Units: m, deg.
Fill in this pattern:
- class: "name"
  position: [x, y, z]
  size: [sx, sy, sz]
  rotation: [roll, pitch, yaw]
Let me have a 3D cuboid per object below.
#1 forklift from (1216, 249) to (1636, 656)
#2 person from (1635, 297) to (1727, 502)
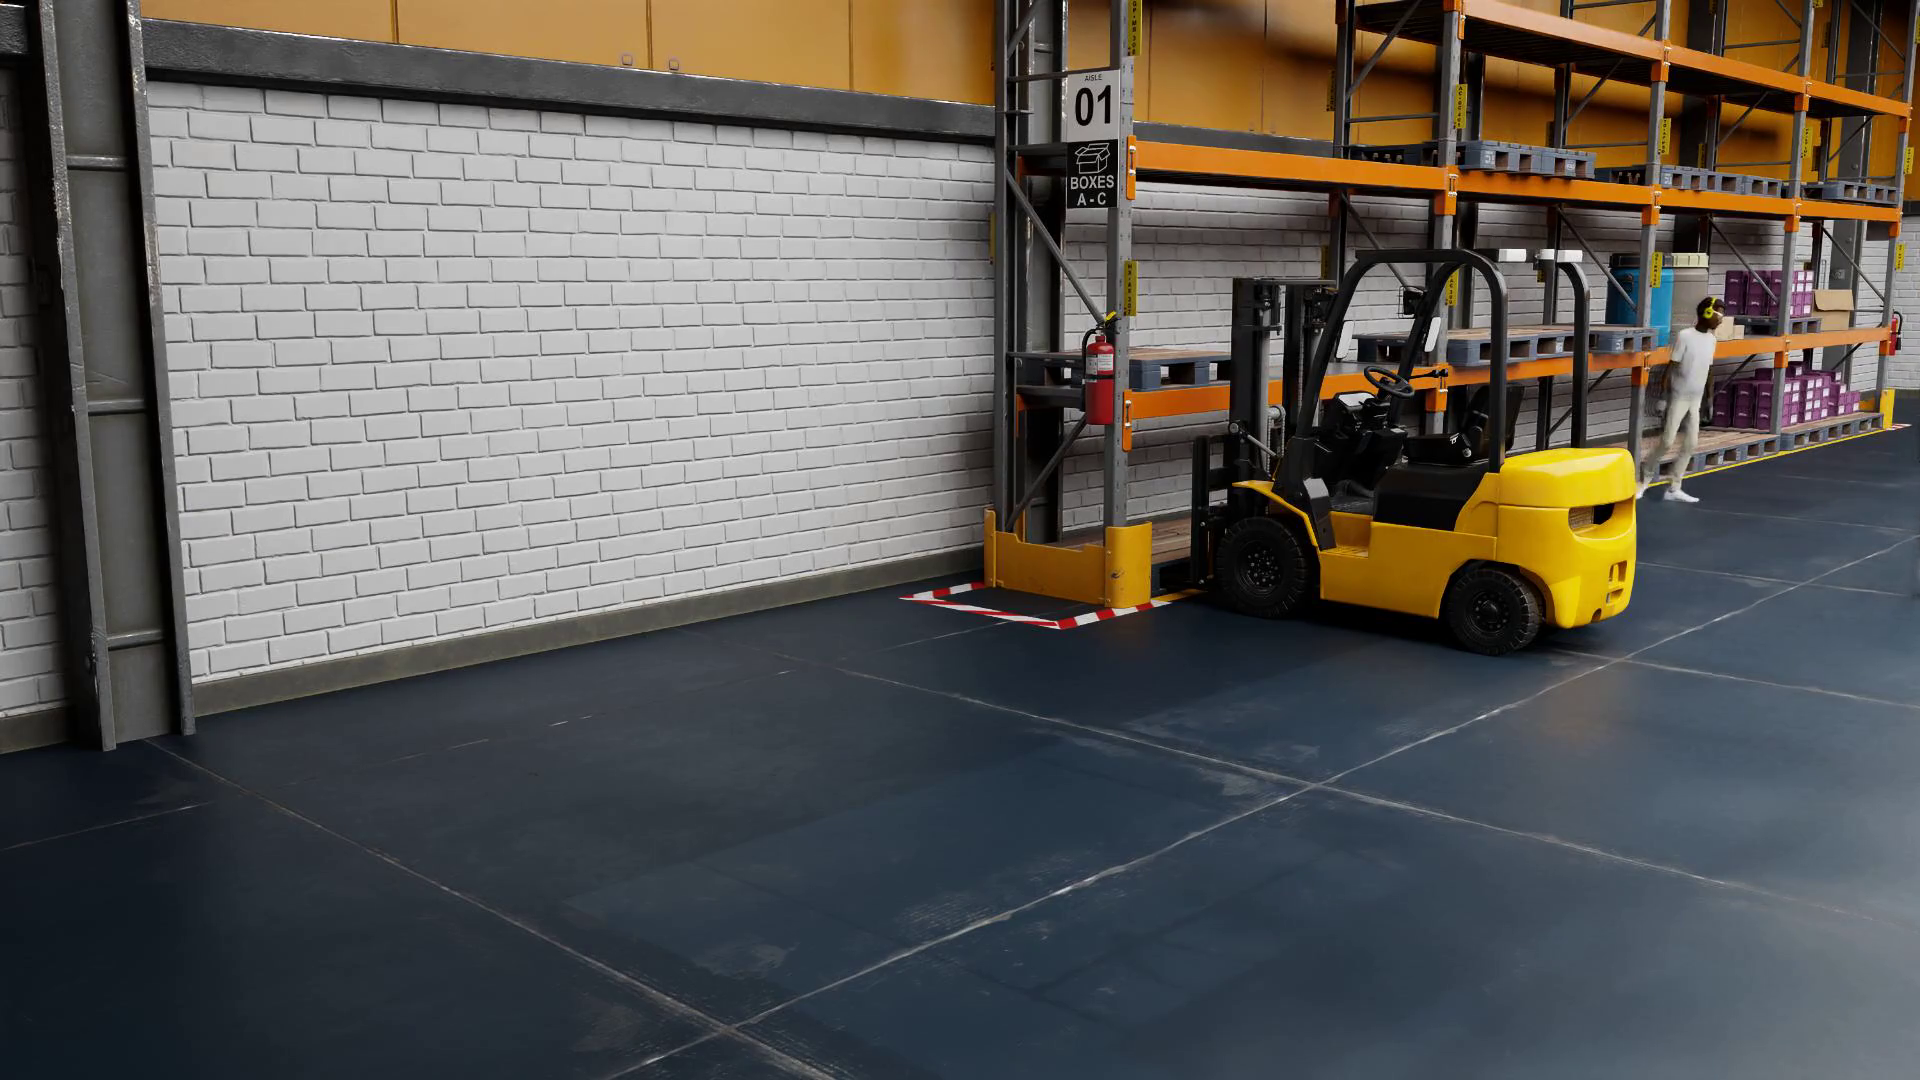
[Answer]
- class: "forklift"
  position: [2.710, -0.584, 9.626]
  size: [2.313, 2.155, 1.214]
  rotation: [9, 13, 43]
- class: "person"
  position: [6.393, -1.246, 14.814]
  size: [0.592, 1.827, 0.632]
  rotation: [-5, 10, -27]
